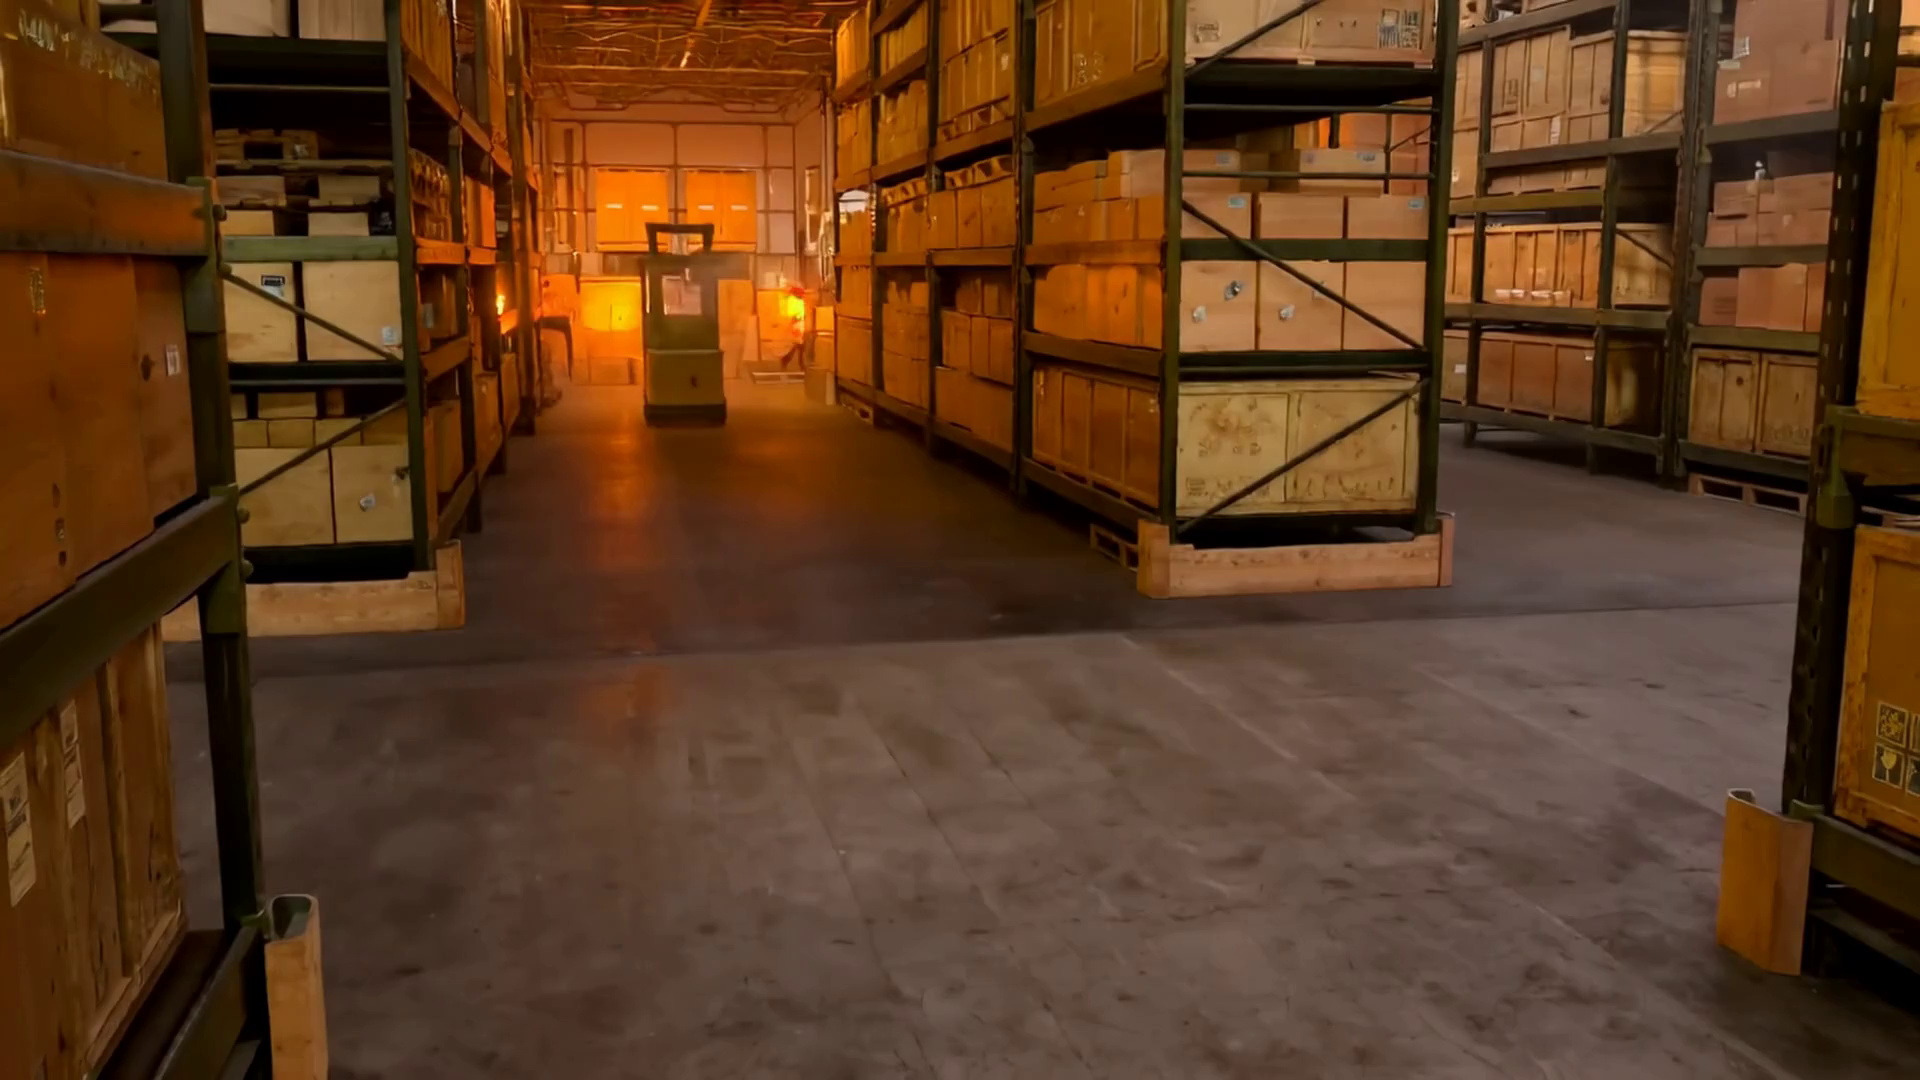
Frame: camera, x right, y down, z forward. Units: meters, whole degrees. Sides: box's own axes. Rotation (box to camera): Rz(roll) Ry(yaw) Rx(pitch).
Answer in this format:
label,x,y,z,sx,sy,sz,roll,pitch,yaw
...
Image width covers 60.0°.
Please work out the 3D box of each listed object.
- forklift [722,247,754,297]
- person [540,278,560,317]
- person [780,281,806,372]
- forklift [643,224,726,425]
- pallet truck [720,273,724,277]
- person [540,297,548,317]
label,x,y,z,sx,sy,sz,roll,pitch,yaw
forklift,-6.924,-7.739,51.995,1.129,2.768,1.873,-7,12,-38
person,-10.341,-5.583,41.719,0.633,1.938,0.356,-2,10,-11
person,-3.468,-4.476,35.014,0.601,1.925,0.567,2,10,13
forklift,-3.968,-3.099,23.710,1.129,2.768,1.873,-2,10,-12
pallet truck,-8.580,-8.986,62.280,1.885,1.965,0.823,1,9,5
person,-9.132,-4.497,35.466,0.833,1.811,0.661,-6,11,-31
